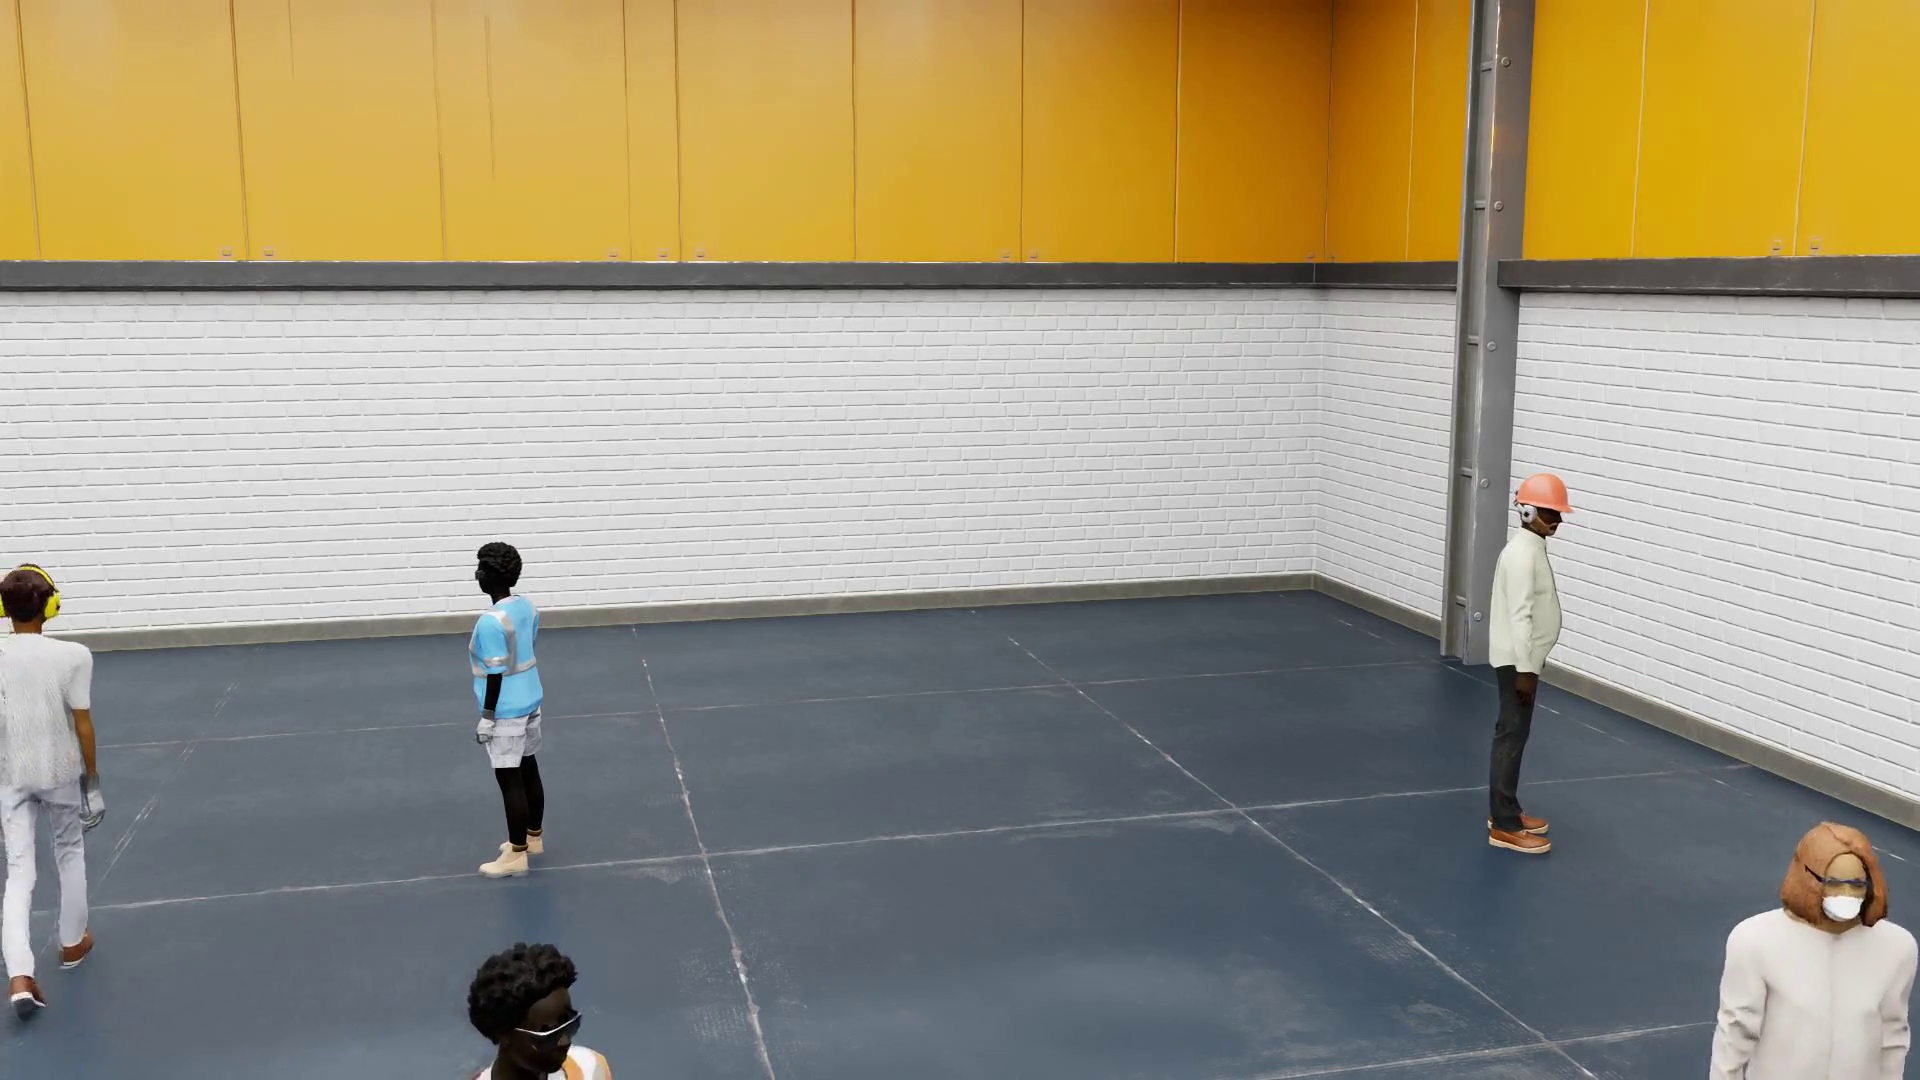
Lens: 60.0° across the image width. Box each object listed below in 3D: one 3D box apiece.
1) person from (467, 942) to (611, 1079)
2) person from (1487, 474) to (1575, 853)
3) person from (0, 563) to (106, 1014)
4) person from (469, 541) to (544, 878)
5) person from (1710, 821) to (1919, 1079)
[{"bbox_3d":[-0.918,1.644,3.577,0.891,1.646,0.540,5,10,27],"label":"person"},{"bbox_3d":[3.004,0.635,8.816,0.391,1.989,0.610,3,10,21],"label":"person"},{"bbox_3d":[-3.886,1.011,6.964,0.530,1.836,0.918,-3,10,-18],"label":"person"},{"bbox_3d":[-2.288,0.848,8.398,0.321,1.697,0.530,1,9,7],"label":"person"},{"bbox_3d":[2.285,1.512,4.538,0.510,1.608,0.765,1,9,6],"label":"person"}]
